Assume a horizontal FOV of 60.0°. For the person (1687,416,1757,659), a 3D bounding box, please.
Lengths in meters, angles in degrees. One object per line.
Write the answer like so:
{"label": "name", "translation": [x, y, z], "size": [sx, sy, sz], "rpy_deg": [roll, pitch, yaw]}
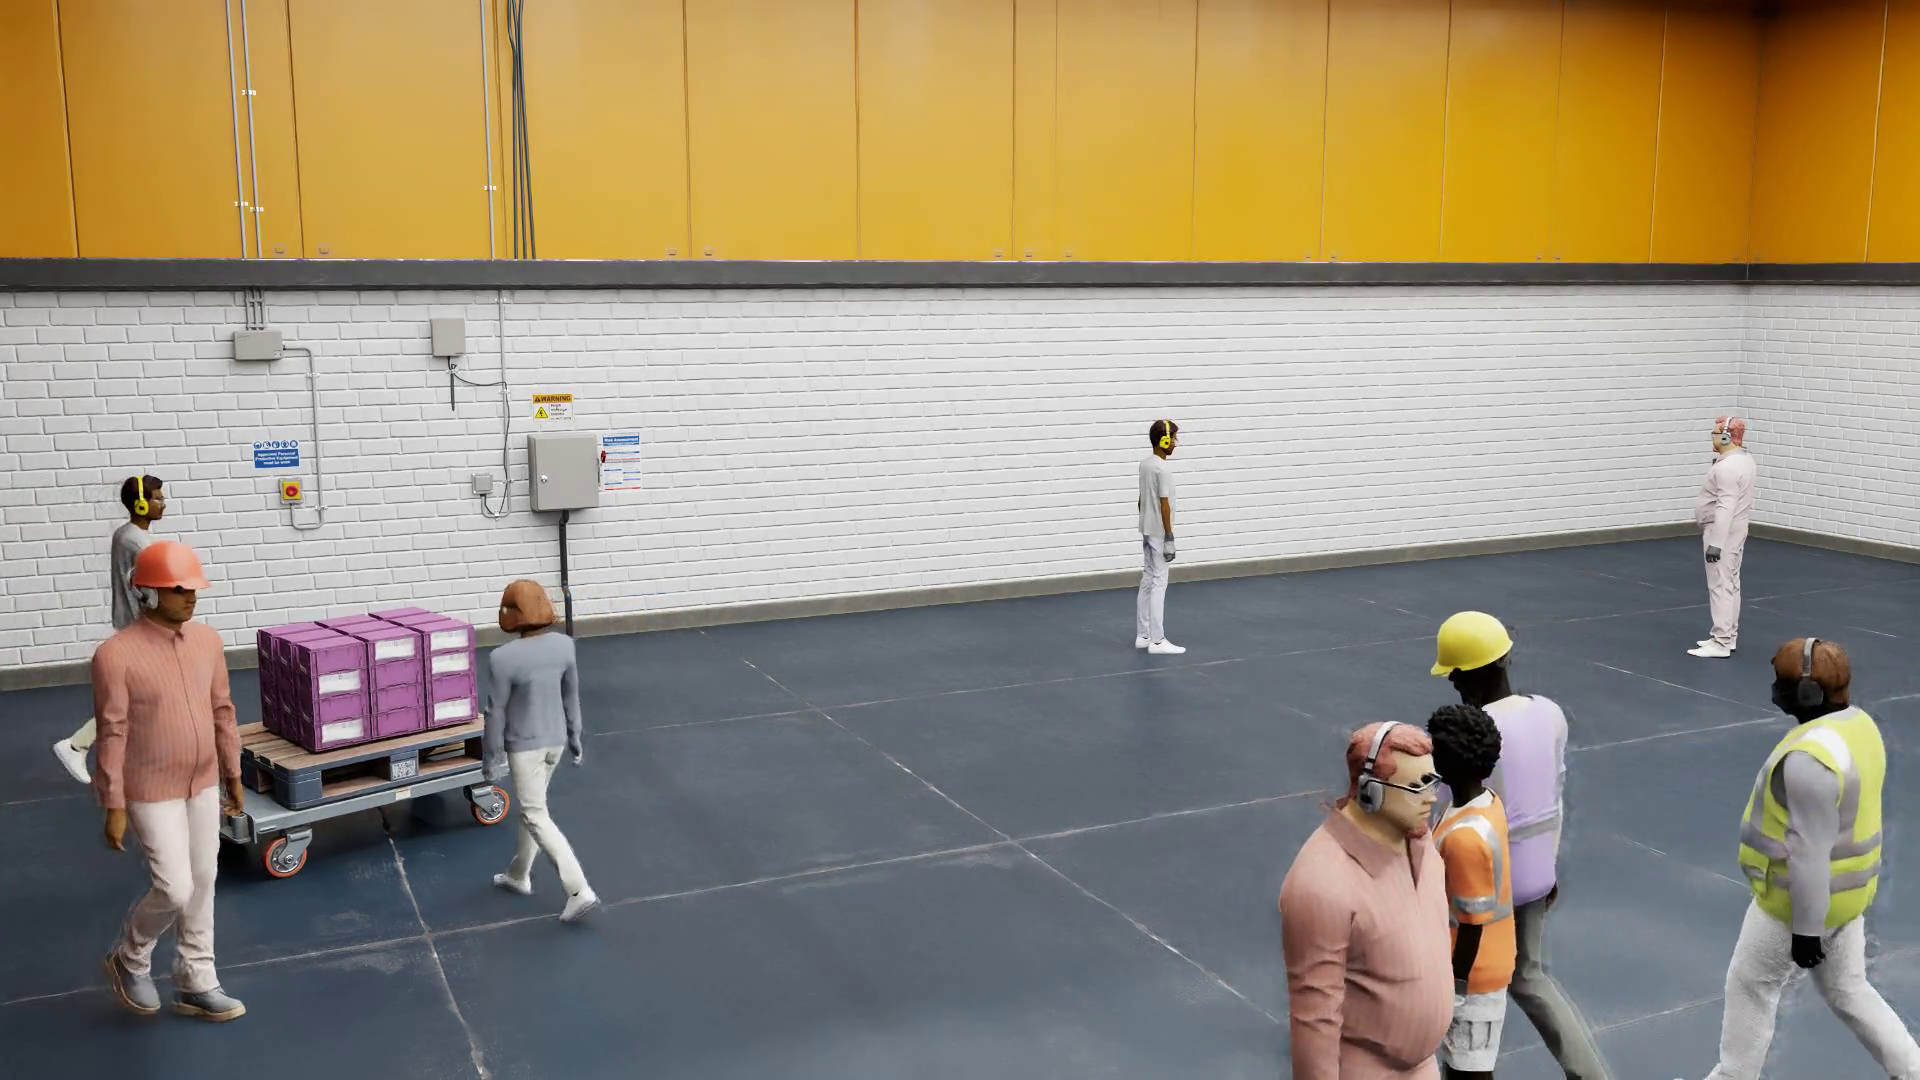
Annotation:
{"label": "person", "translation": [6.006, -0.023, 13.129], "size": [0.407, 1.906, 0.655], "rpy_deg": [7, 11, 36]}

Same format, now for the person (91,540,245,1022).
{"label": "person", "translation": [-3.156, 0.978, 6.670], "size": [0.456, 1.982, 0.644], "rpy_deg": [3, 10, 20]}

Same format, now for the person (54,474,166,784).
{"label": "person", "translation": [-4.969, 0.533, 9.905], "size": [0.807, 1.846, 0.524], "rpy_deg": [-6, 11, -34]}

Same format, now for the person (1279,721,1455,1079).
{"label": "person", "translation": [1.051, 1.384, 4.448], "size": [0.537, 1.886, 0.661], "rpy_deg": [8, 12, 40]}

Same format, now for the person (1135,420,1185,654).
{"label": "person", "translation": [1.592, -0.027, 13.285], "size": [0.326, 1.865, 0.519], "rpy_deg": [-3, 10, -16]}

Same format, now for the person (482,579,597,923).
{"label": "person", "translation": [-1.993, 0.975, 7.874], "size": [0.821, 1.600, 0.515], "rpy_deg": [6, 11, 34]}

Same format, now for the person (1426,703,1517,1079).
{"label": "person", "translation": [1.591, 1.347, 5.265], "size": [0.321, 1.699, 0.536], "rpy_deg": [3, 10, 20]}

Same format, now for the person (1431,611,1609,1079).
{"label": "person", "translation": [1.919, 1.184, 5.767], "size": [0.620, 1.876, 0.811], "rpy_deg": [-6, 11, -31]}

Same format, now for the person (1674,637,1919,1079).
{"label": "person", "translation": [3.003, 1.226, 5.715], "size": [0.629, 1.808, 0.899], "rpy_deg": [-9, 13, -44]}
